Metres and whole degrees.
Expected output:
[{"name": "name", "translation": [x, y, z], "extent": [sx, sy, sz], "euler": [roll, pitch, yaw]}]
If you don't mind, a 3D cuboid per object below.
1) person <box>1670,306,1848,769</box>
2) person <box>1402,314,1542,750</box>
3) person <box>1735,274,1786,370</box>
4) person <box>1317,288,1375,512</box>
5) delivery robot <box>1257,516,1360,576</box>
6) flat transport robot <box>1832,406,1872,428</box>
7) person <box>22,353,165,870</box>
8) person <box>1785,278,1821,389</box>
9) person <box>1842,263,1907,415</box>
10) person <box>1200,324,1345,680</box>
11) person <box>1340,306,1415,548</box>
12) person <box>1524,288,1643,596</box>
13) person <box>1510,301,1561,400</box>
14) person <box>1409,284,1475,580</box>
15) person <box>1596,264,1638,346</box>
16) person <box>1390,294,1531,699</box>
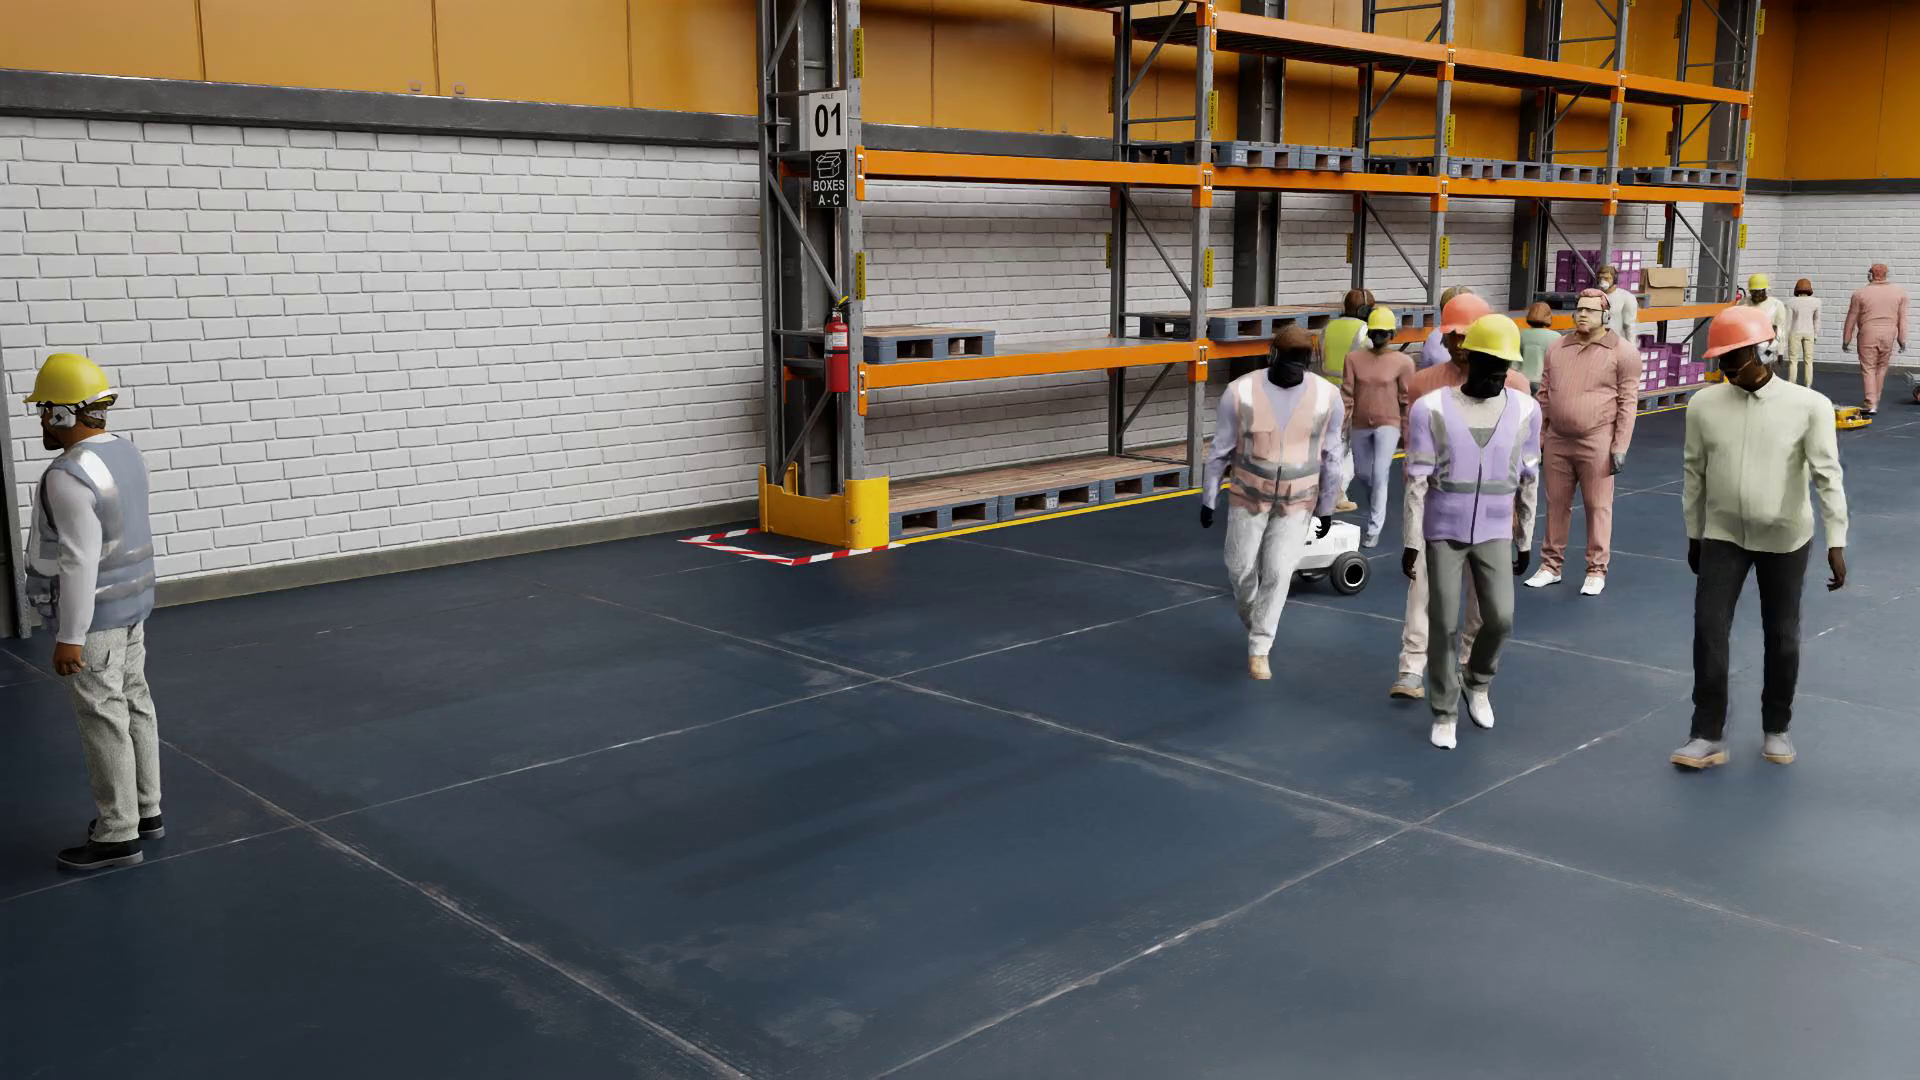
[{"name": "person", "translation": [3.339, 0.013, 6.949], "extent": [0.716, 1.945, 0.818], "euler": [8, 13, 37]}, {"name": "person", "translation": [2.236, -0.039, 7.322], "extent": [0.613, 1.911, 0.417], "euler": [1, 10, 6]}, {"name": "person", "translation": [9.467, -2.270, 19.818], "extent": [0.681, 1.776, 0.813], "euler": [9, 14, 41]}, {"name": "person", "translation": [3.103, -1.097, 13.336], "extent": [0.497, 1.826, 0.633], "euler": [-8, 13, -36]}, {"name": "delivery robot", "translation": [2.145, 0.015, 10.458], "extent": [0.707, 0.478, 0.477], "euler": [-4, 11, -21]}, {"name": "flat transport robot", "translation": [9.965, -1.504, 19.772], "extent": [0.652, 0.197, 1.431], "euler": [-10, 14, -44]}, {"name": "person", "translation": [-3.094, 0.252, 5.939], "extent": [0.404, 1.831, 0.600], "euler": [-1, 10, -6]}, {"name": "person", "translation": [11.945, -2.895, 23.643], "extent": [0.499, 1.633, 0.289], "euler": [1, 10, 5]}, {"name": "person", "translation": [11.523, -2.538, 21.011], "extent": [0.685, 1.879, 0.873], "euler": [2, 11, 9]}, {"name": "person", "translation": [1.604, -0.220, 8.592], "extent": [0.686, 1.811, 0.654], "euler": [1, 10, 6]}, {"name": "person", "translation": [3.076, -0.850, 12.209], "extent": [0.527, 1.737, 0.791], "euler": [7, 12, 33]}, {"name": "person", "translation": [3.896, -0.615, 10.452], "extent": [0.643, 1.913, 0.411], "euler": [10, 14, 44]}, {"name": "person", "translation": [5.601, -1.527, 16.267], "extent": [0.509, 1.608, 0.763], "euler": [10, 14, 42]}, {"name": "person", "translation": [3.129, -0.683, 10.795], "extent": [0.382, 1.932, 0.623], "euler": [3, 11, 15]}, {"name": "person", "translation": [7.135, -2.081, 18.402], "extent": [0.472, 1.927, 0.652], "euler": [-10, 15, -44]}, {"name": "person", "translation": [2.385, -0.182, 7.972], "extent": [0.616, 1.959, 0.923], "euler": [5, 12, 27]}]
